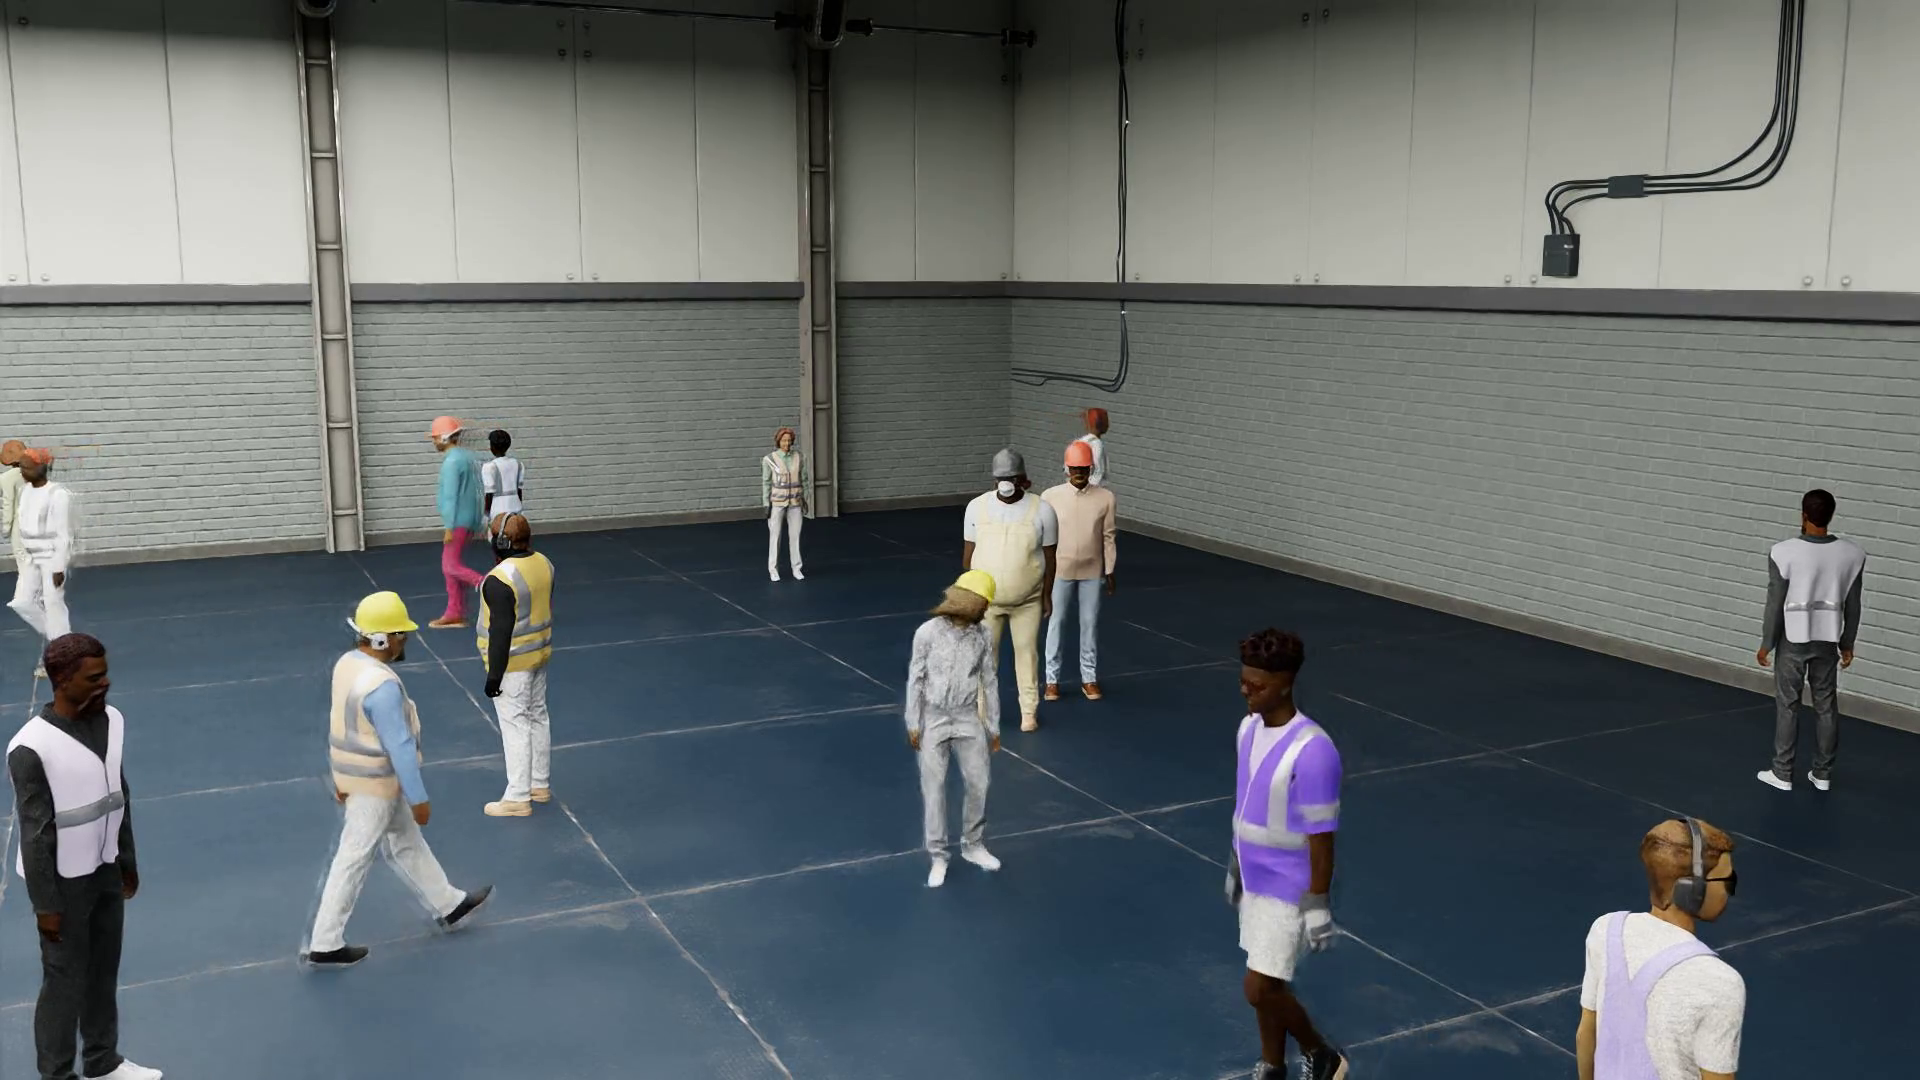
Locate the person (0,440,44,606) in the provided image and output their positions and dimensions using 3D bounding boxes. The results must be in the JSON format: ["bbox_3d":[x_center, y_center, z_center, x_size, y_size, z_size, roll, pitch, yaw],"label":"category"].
[{"bbox_3d":[-9.196,-0.168,16.303,0.286,1.636,0.500,1,9,6],"label":"person"}]

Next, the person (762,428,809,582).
[{"bbox_3d":[-1.846,-0.375,17.603,0.509,1.629,0.315,-5,10,-26],"label":"person"}]

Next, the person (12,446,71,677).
[{"bbox_3d":[-7.400,0.179,13.414,0.586,1.873,0.411,5,11,30],"label":"person"}]

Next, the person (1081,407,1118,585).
[{"bbox_3d":[1.415,-0.440,17.259,0.417,1.870,0.613,-2,9,-10],"label":"person"}]

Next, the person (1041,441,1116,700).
[{"bbox_3d":[0.895,0.237,12.707,0.612,1.996,0.388,-1,9,-4],"label":"person"}]

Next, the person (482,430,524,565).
[{"bbox_3d":[-4.590,-0.262,16.696,0.316,1.695,0.542,5,10,28],"label":"person"}]

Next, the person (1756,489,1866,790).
[{"bbox_3d":[5.357,0.635,10.493,0.598,1.917,0.378,0,9,1],"label":"person"}]

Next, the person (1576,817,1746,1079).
[{"bbox_3d":[1.884,1.646,4.496,0.342,1.842,0.506,-4,10,-23],"label":"person"}]

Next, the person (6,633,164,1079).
[{"bbox_3d":[-3.433,1.296,6.462,0.385,1.911,0.584,1,9,5],"label":"person"}]

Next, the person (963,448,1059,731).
[{"bbox_3d":[0.344,0.354,11.845,0.680,2.000,0.536,2,9,10],"label":"person"}]

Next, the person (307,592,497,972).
[{"bbox_3d":[-2.700,1.123,7.918,0.970,1.771,0.620,-6,11,-33],"label":"person"}]

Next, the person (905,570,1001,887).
[{"bbox_3d":[-0.030,0.999,8.955,0.571,1.701,0.365,-3,10,-20],"label":"person"}]

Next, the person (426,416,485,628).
[{"bbox_3d":[-4.531,-0.155,15.212,0.657,1.966,0.619,-2,9,-12],"label":"person"}]

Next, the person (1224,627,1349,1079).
[{"bbox_3d":[1.199,1.290,6.340,0.418,1.952,0.641,-3,10,-17],"label":"person"}]

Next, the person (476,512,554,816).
[{"bbox_3d":[-2.694,0.743,10.063,0.429,1.844,0.627,2,9,12],"label":"person"}]
